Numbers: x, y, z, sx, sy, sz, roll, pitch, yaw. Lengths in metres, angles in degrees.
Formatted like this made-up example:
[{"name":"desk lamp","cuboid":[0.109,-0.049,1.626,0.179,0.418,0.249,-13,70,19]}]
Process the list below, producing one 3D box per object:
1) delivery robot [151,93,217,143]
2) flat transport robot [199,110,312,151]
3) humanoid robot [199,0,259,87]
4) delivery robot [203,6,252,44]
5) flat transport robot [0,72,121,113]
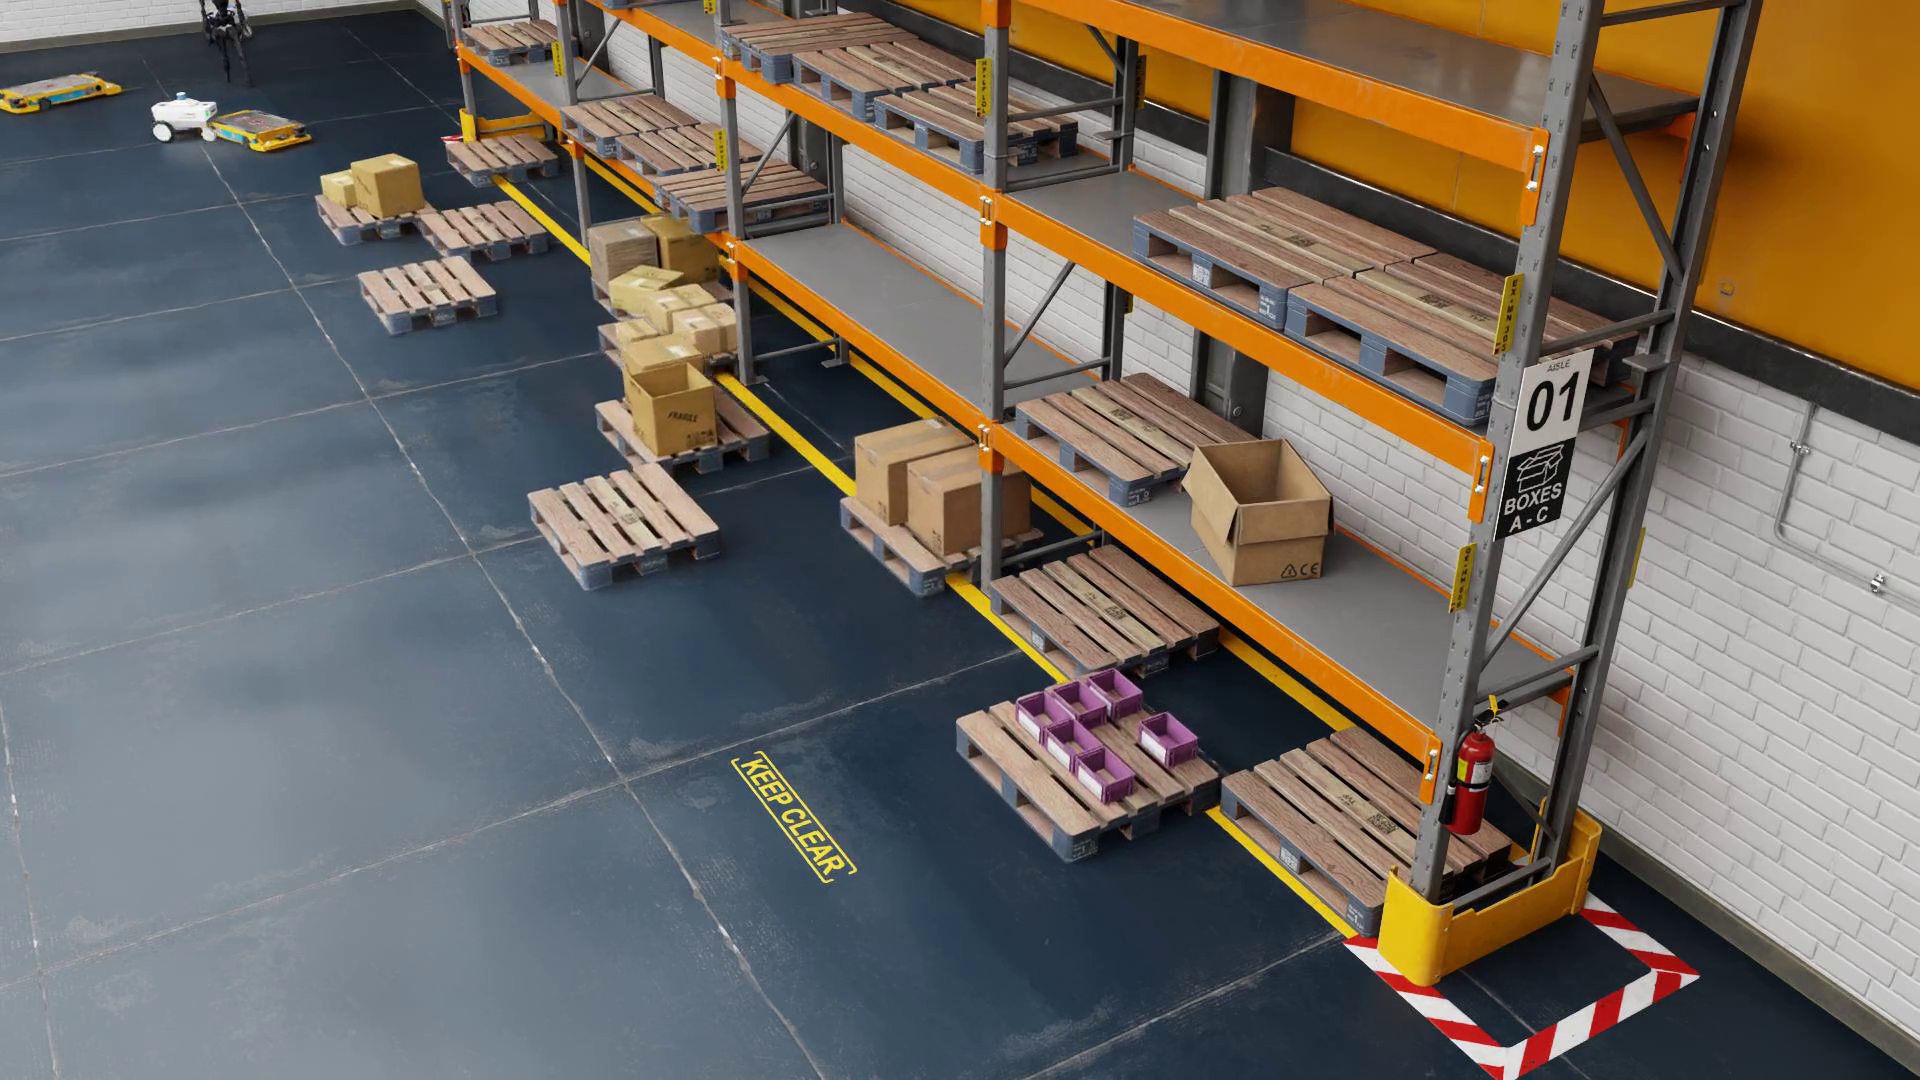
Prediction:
[{"name":"delivery robot","cuboid":[-9.599,-5.214,20.565,0.790,0.614,0.499,-1,30,-1]},{"name":"flat transport robot","cuboid":[-8.742,-5.080,20.600,1.431,0.231,0.659,21,36,32]},{"name":"humanoid robot","cuboid":[-9.895,-6.922,22.441,0.646,1.630,0.608,26,38,37]},{"name":"delivery robot","cuboid":[-11.087,-7.820,25.148,0.505,0.595,0.766,1,30,2]},{"name":"flat transport robot","cuboid":[-12.031,-5.950,22.137,0.659,0.231,1.431,20,35,32]}]
